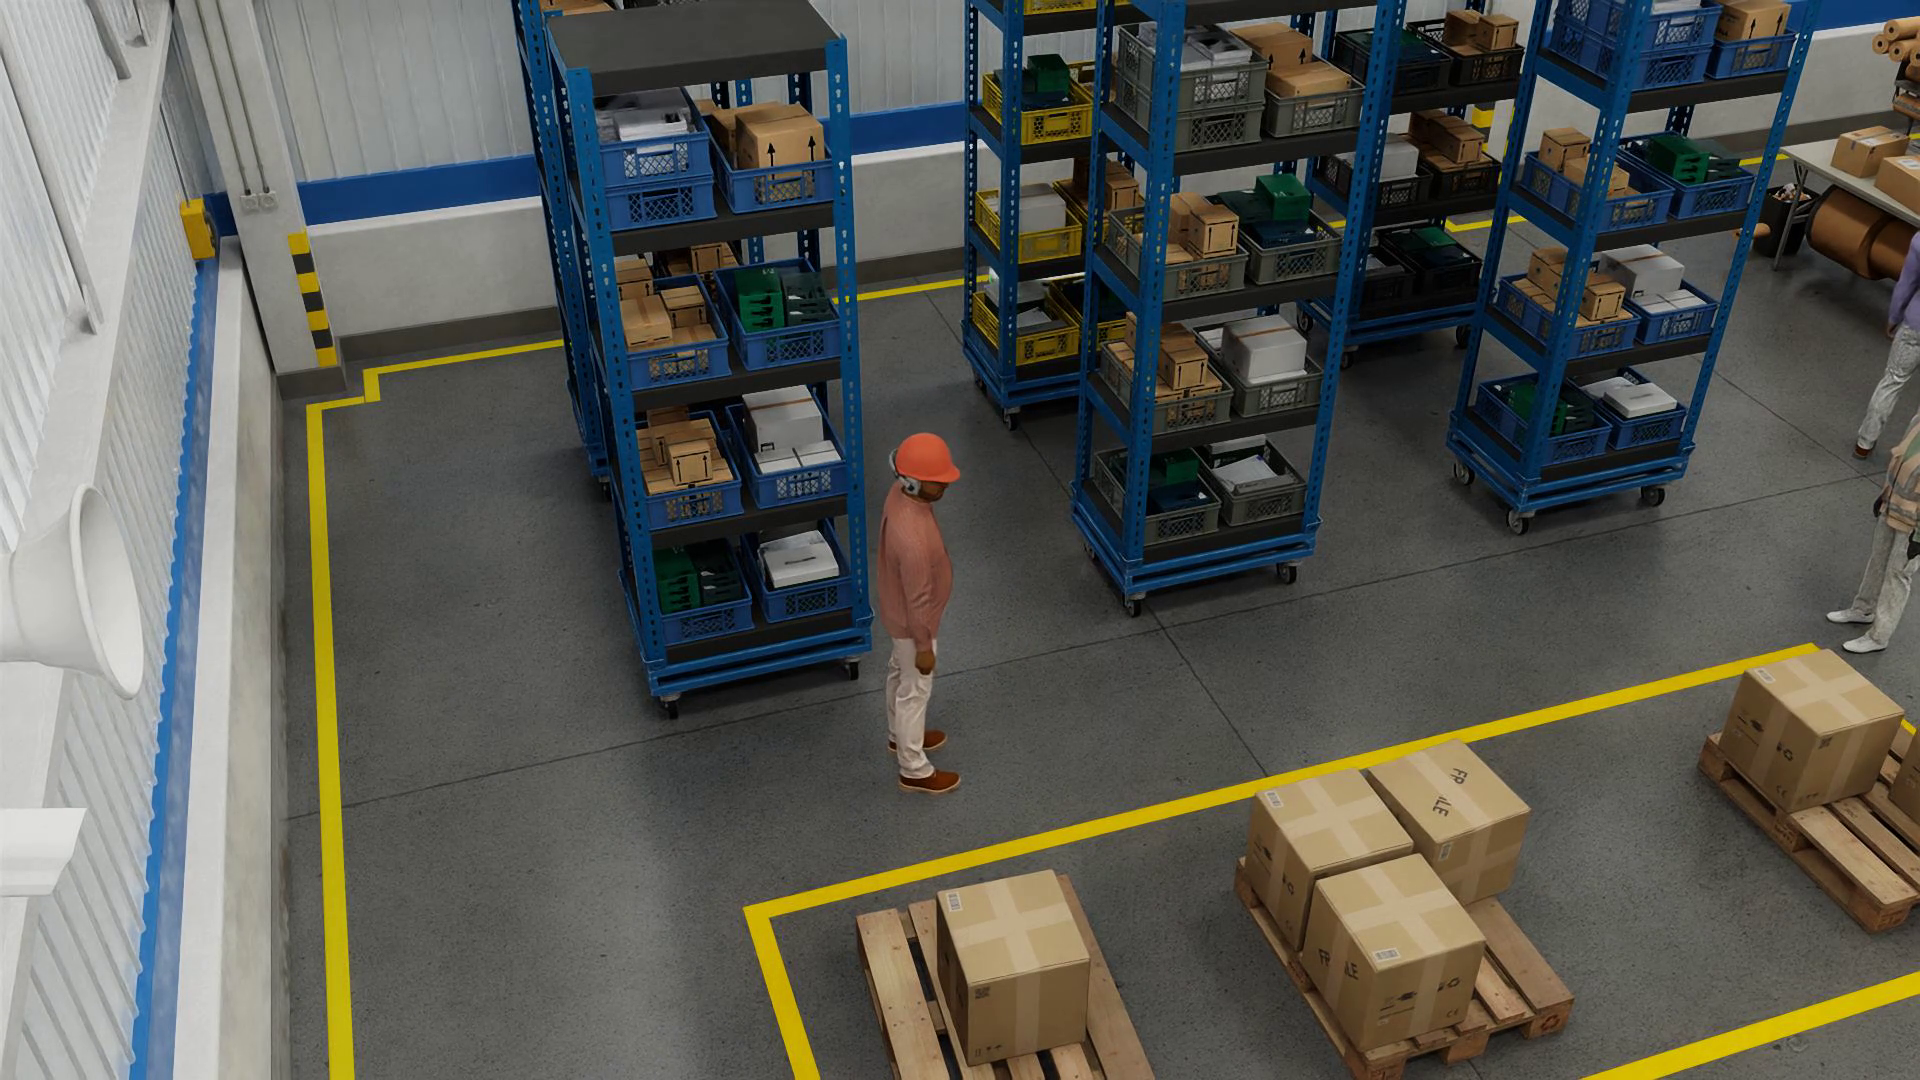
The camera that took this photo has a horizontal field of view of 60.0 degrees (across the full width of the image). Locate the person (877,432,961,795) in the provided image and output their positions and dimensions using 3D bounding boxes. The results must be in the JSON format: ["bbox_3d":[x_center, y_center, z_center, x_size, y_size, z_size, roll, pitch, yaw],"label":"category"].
[{"bbox_3d":[-0.199,0.349,8.055,0.392,1.991,0.612,-5,36,-7],"label":"person"}]

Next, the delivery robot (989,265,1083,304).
[{"bbox_3d":[0.572,-1.970,12.502,0.707,0.478,0.477,1,35,2],"label":"delivery robot"}]

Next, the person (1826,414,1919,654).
[{"bbox_3d":[5.133,-0.115,9.023,0.313,1.634,0.514,2,35,3],"label":"person"}]

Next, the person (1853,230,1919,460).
[{"bbox_3d":[6.160,-1.324,10.487,0.625,1.930,0.379,27,43,32],"label":"person"}]
